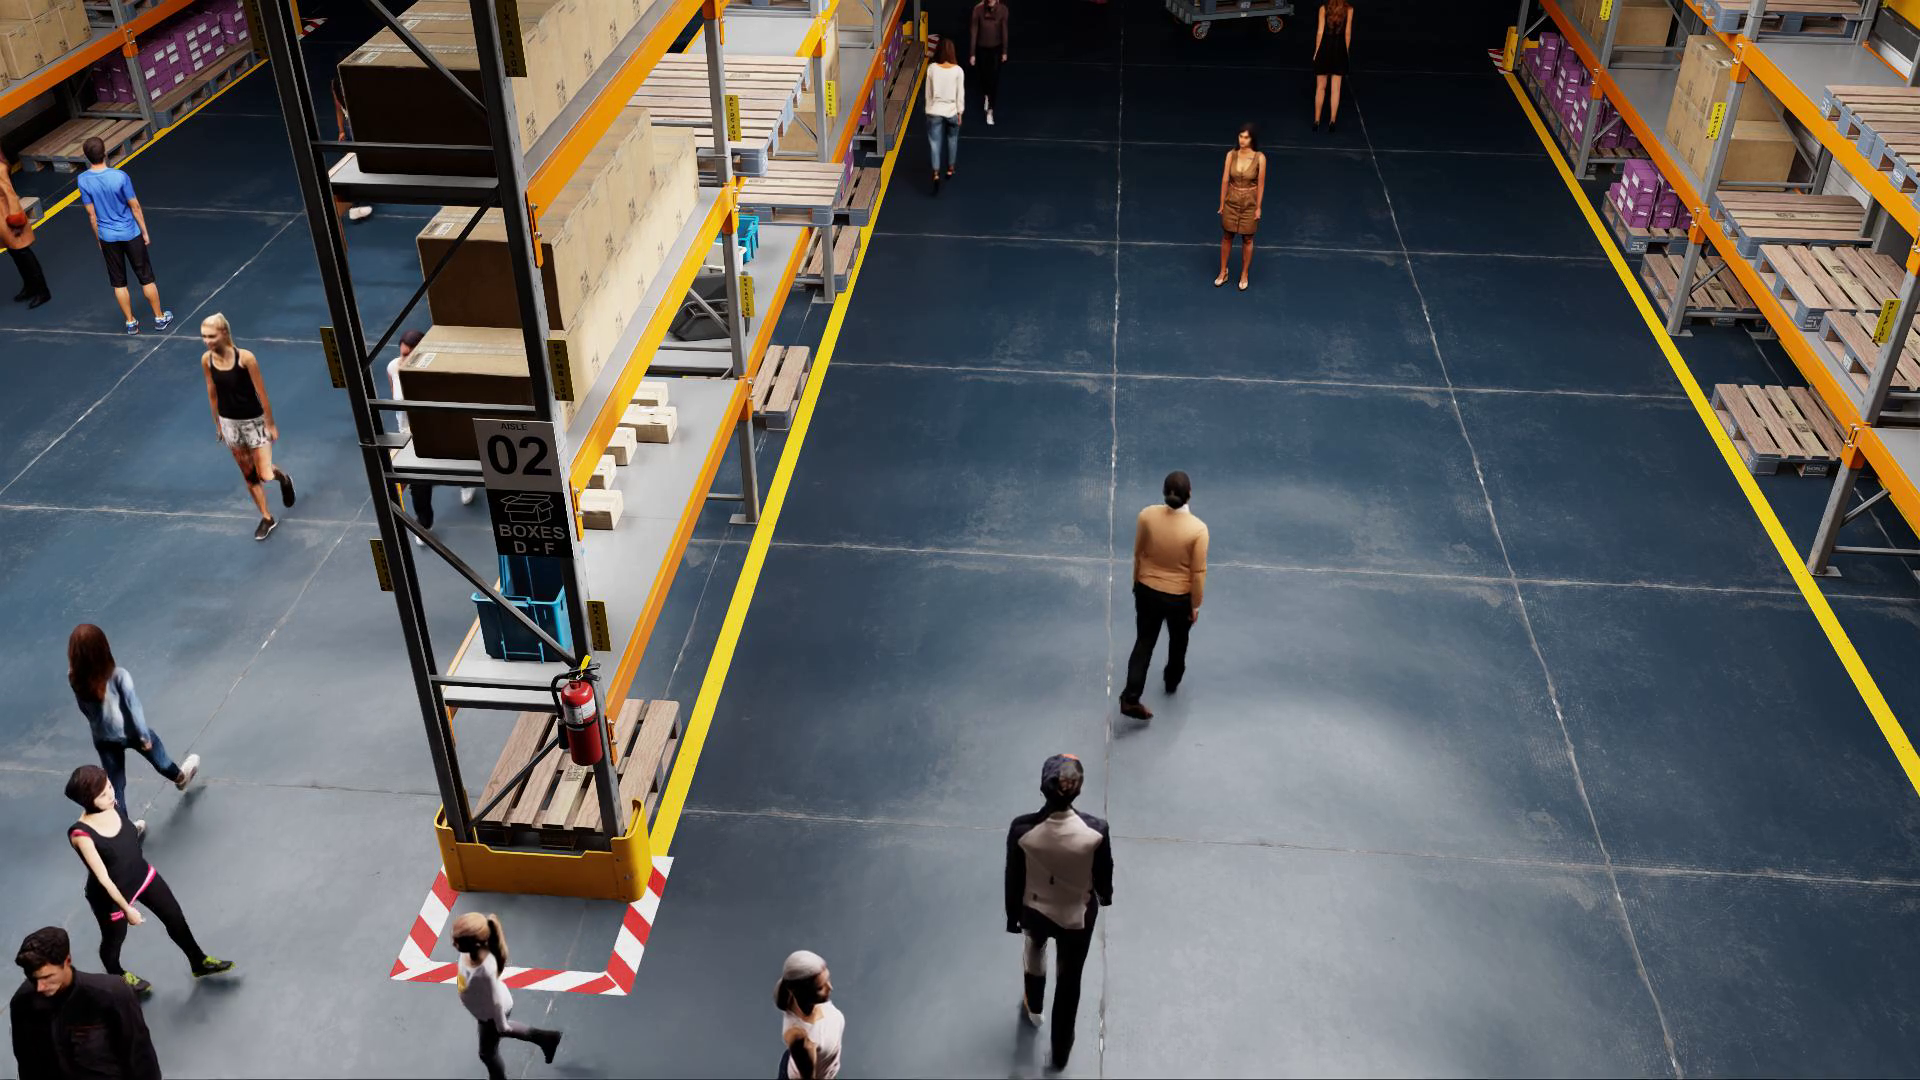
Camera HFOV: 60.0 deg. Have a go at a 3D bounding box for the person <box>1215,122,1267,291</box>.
[{"bbox_3d":[2.749,-3.261,16.239,0.629,1.687,0.600,13,36,18],"label":"person"}]

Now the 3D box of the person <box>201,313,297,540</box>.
[{"bbox_3d":[-5.377,-0.927,12.597,0.619,1.833,0.793,2,34,2],"label":"person"}]

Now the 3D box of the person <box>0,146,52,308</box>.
[{"bbox_3d":[-9.128,-3.082,15.939,0.783,1.722,0.781,22,39,29],"label":"person"}]

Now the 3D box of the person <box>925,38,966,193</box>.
[{"bbox_3d":[-0.204,-4.677,18.403,0.613,1.651,1.020,3,34,5],"label":"person"}]

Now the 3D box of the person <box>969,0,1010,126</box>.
[{"bbox_3d":[0.353,-5.993,20.377,0.660,1.658,1.113,1,34,1],"label":"person"}]

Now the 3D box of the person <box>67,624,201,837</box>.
[{"bbox_3d":[-4.984,1.186,9.768,0.581,1.446,0.936,3,34,5],"label":"person"}]

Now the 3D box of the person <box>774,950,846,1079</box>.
[{"bbox_3d":[-0.698,2.493,7.570,0.674,1.702,0.483,0,34,0],"label":"person"}]

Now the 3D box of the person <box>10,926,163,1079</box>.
[{"bbox_3d":[-3.845,2.424,7.459,0.699,1.941,0.607,3,34,5],"label":"person"}]

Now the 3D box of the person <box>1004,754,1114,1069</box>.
[{"bbox_3d":[0.482,1.914,8.288,0.701,1.871,0.737,5,34,8],"label":"person"}]

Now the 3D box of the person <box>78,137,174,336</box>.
[{"bbox_3d":[-7.778,-2.811,15.398,0.690,1.869,0.687,-10,35,-15],"label":"person"}]

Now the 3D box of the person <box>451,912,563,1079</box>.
[{"bbox_3d":[-2.275,2.293,8.265,0.764,1.265,0.774,-16,37,-22],"label":"person"}]

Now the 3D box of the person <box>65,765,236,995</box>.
[{"bbox_3d":[-4.497,1.813,8.753,0.627,1.524,0.826,5,34,8],"label":"person"}]

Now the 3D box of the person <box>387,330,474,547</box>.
[{"bbox_3d":[-4.008,-0.865,12.666,0.684,1.652,1.070,1,34,1],"label":"person"}]

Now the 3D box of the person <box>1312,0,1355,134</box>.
[{"bbox_3d":[4.444,-5.781,19.898,0.584,1.835,0.524,4,34,6],"label":"person"}]

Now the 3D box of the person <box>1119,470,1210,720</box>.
[{"bbox_3d":[1.297,0.393,10.707,0.846,1.726,1.129,15,37,22],"label":"person"}]
